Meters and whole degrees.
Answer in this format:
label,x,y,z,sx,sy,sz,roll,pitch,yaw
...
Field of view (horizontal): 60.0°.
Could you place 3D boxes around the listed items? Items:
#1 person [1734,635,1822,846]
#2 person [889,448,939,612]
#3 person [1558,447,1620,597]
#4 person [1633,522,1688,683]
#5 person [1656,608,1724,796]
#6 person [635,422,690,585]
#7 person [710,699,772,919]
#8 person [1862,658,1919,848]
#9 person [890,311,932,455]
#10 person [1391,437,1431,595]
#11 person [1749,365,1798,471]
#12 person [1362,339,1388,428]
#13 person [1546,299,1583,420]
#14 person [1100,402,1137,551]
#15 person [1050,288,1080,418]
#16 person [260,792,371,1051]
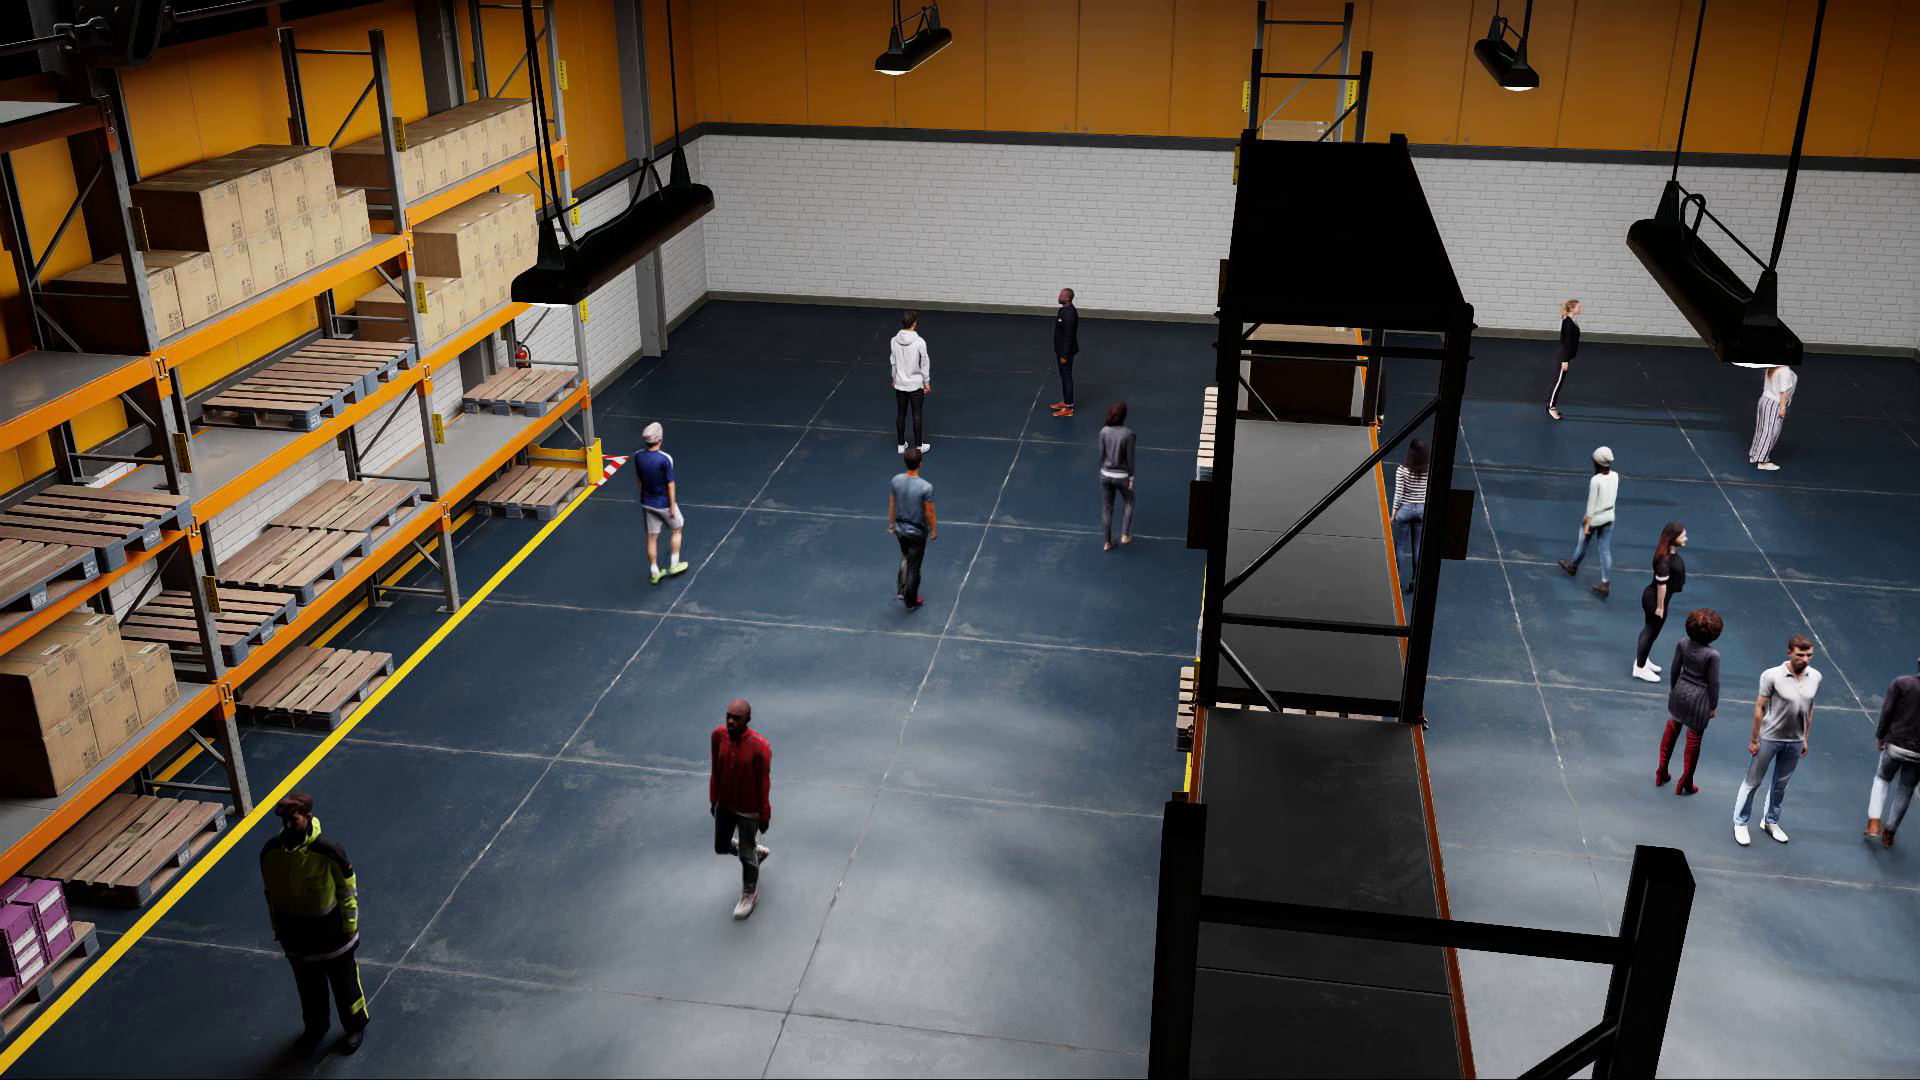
label,x,y,z,sx,sy,sz,roll,pitch,yaw
person,6.687,1.609,13.578,0.696,1.851,0.627,-2,24,-4
person,-0.553,-0.081,17.504,0.767,1.803,0.752,13,27,26
person,6.958,-0.180,17.978,0.985,1.606,1.161,-9,25,-20
person,6.811,0.576,16.208,0.726,1.638,0.601,10,26,23
person,6.272,1.380,14.278,0.720,1.711,0.658,-15,28,-31
person,-3.334,-0.375,18.153,0.699,1.822,0.773,7,25,16
person,-1.646,1.982,12.783,0.814,1.805,0.920,11,26,24
person,7.646,1.706,13.388,0.751,1.827,0.765,13,27,26
person,-0.668,-2.077,21.915,0.715,1.929,0.622,8,25,17
person,4.861,-0.255,17.911,0.609,1.797,0.528,0,24,0
person,10.527,-1.759,21.502,0.754,1.677,0.566,2,24,5
person,5.035,-1.594,20.841,0.711,1.904,0.609,3,24,6
person,8.432,-2.537,23.245,0.696,1.705,0.495,7,24,15
person,1.752,-0.703,18.986,0.682,1.757,0.724,10,25,21
person,1.493,-2.658,23.381,0.801,1.818,0.616,-1,24,-2
person,-4.354,2.560,11.239,0.794,1.983,0.676,1,24,3
